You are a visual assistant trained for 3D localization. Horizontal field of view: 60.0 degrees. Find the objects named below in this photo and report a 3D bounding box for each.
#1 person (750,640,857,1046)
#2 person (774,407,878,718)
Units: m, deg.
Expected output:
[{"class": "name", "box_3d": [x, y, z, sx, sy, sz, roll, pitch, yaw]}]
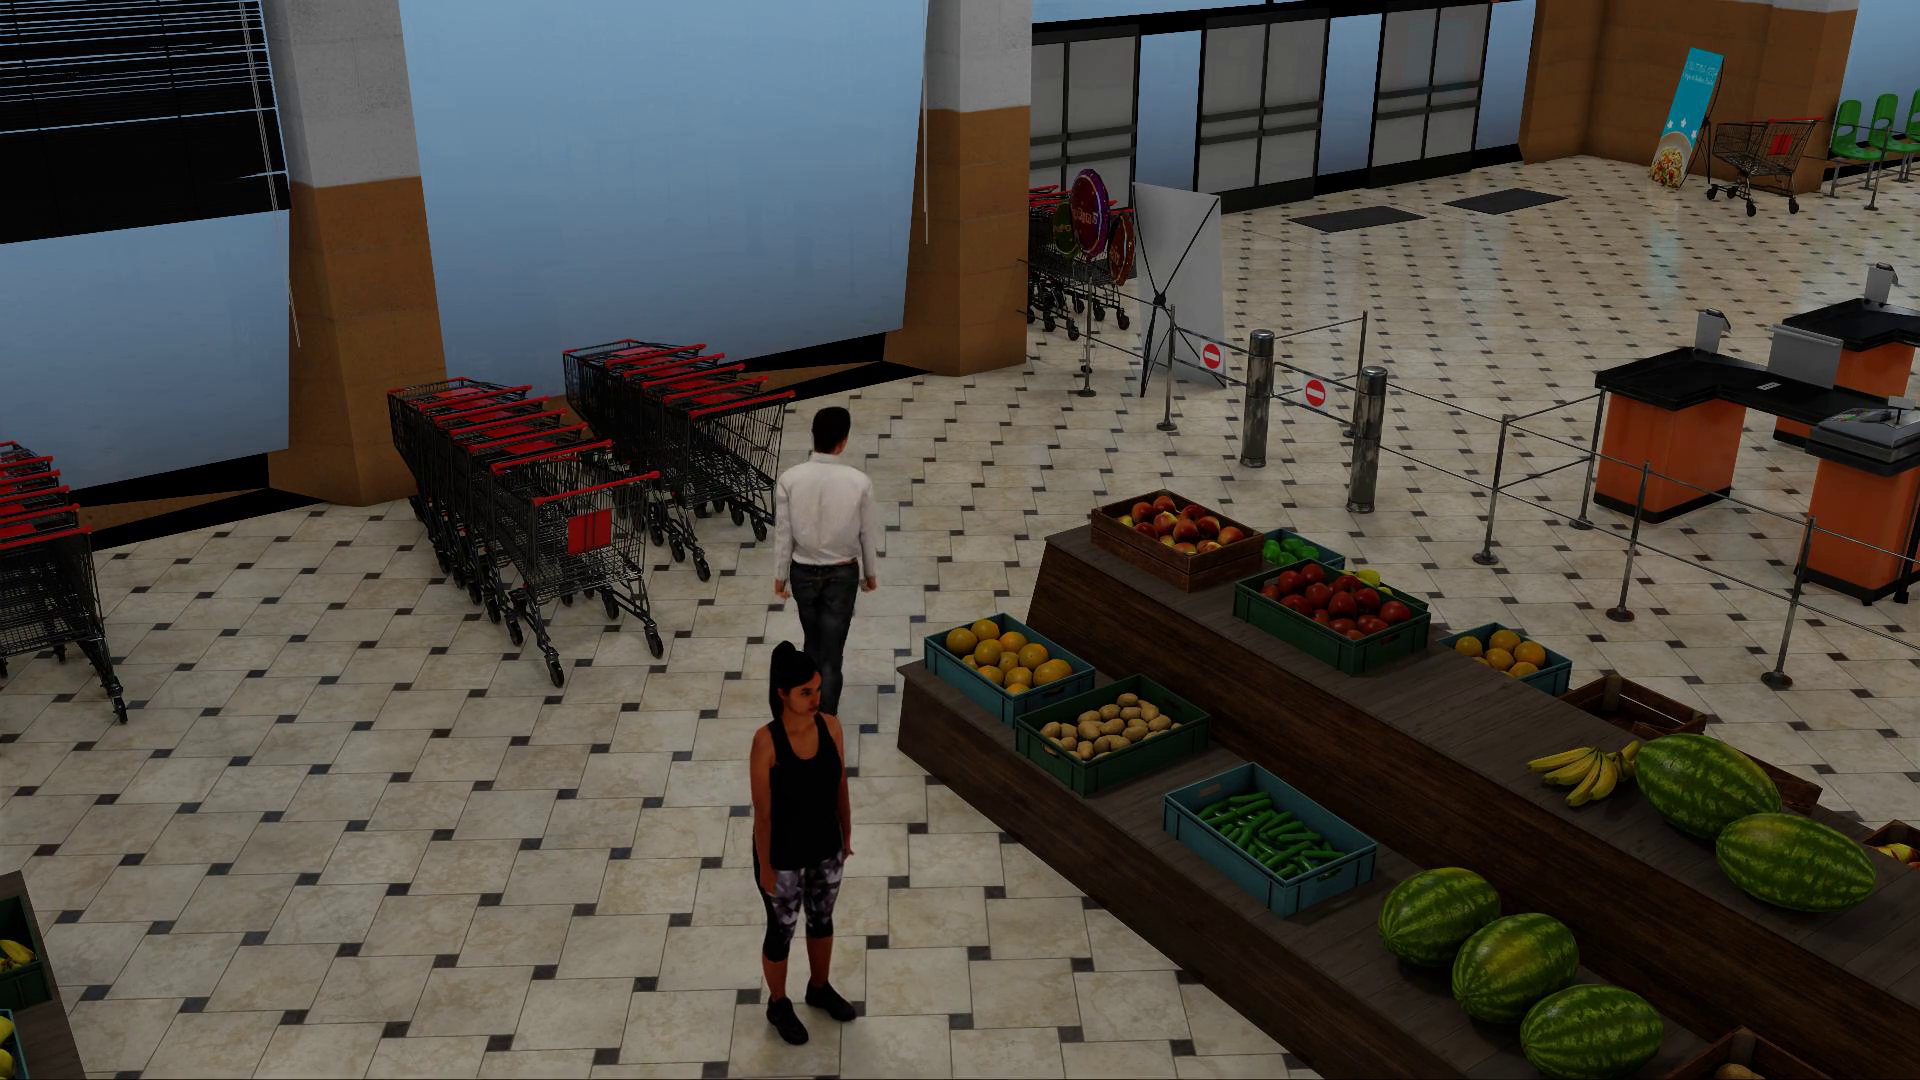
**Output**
[{"class": "person", "box_3d": [-0.625, 1.156, 6.375, 0.598, 1.664, 0.537, -19, 30, -37]}, {"class": "person", "box_3d": [-0.678, 0.255, 8.312, 1.101, 1.763, 1.259, 0, 24, -1]}]
